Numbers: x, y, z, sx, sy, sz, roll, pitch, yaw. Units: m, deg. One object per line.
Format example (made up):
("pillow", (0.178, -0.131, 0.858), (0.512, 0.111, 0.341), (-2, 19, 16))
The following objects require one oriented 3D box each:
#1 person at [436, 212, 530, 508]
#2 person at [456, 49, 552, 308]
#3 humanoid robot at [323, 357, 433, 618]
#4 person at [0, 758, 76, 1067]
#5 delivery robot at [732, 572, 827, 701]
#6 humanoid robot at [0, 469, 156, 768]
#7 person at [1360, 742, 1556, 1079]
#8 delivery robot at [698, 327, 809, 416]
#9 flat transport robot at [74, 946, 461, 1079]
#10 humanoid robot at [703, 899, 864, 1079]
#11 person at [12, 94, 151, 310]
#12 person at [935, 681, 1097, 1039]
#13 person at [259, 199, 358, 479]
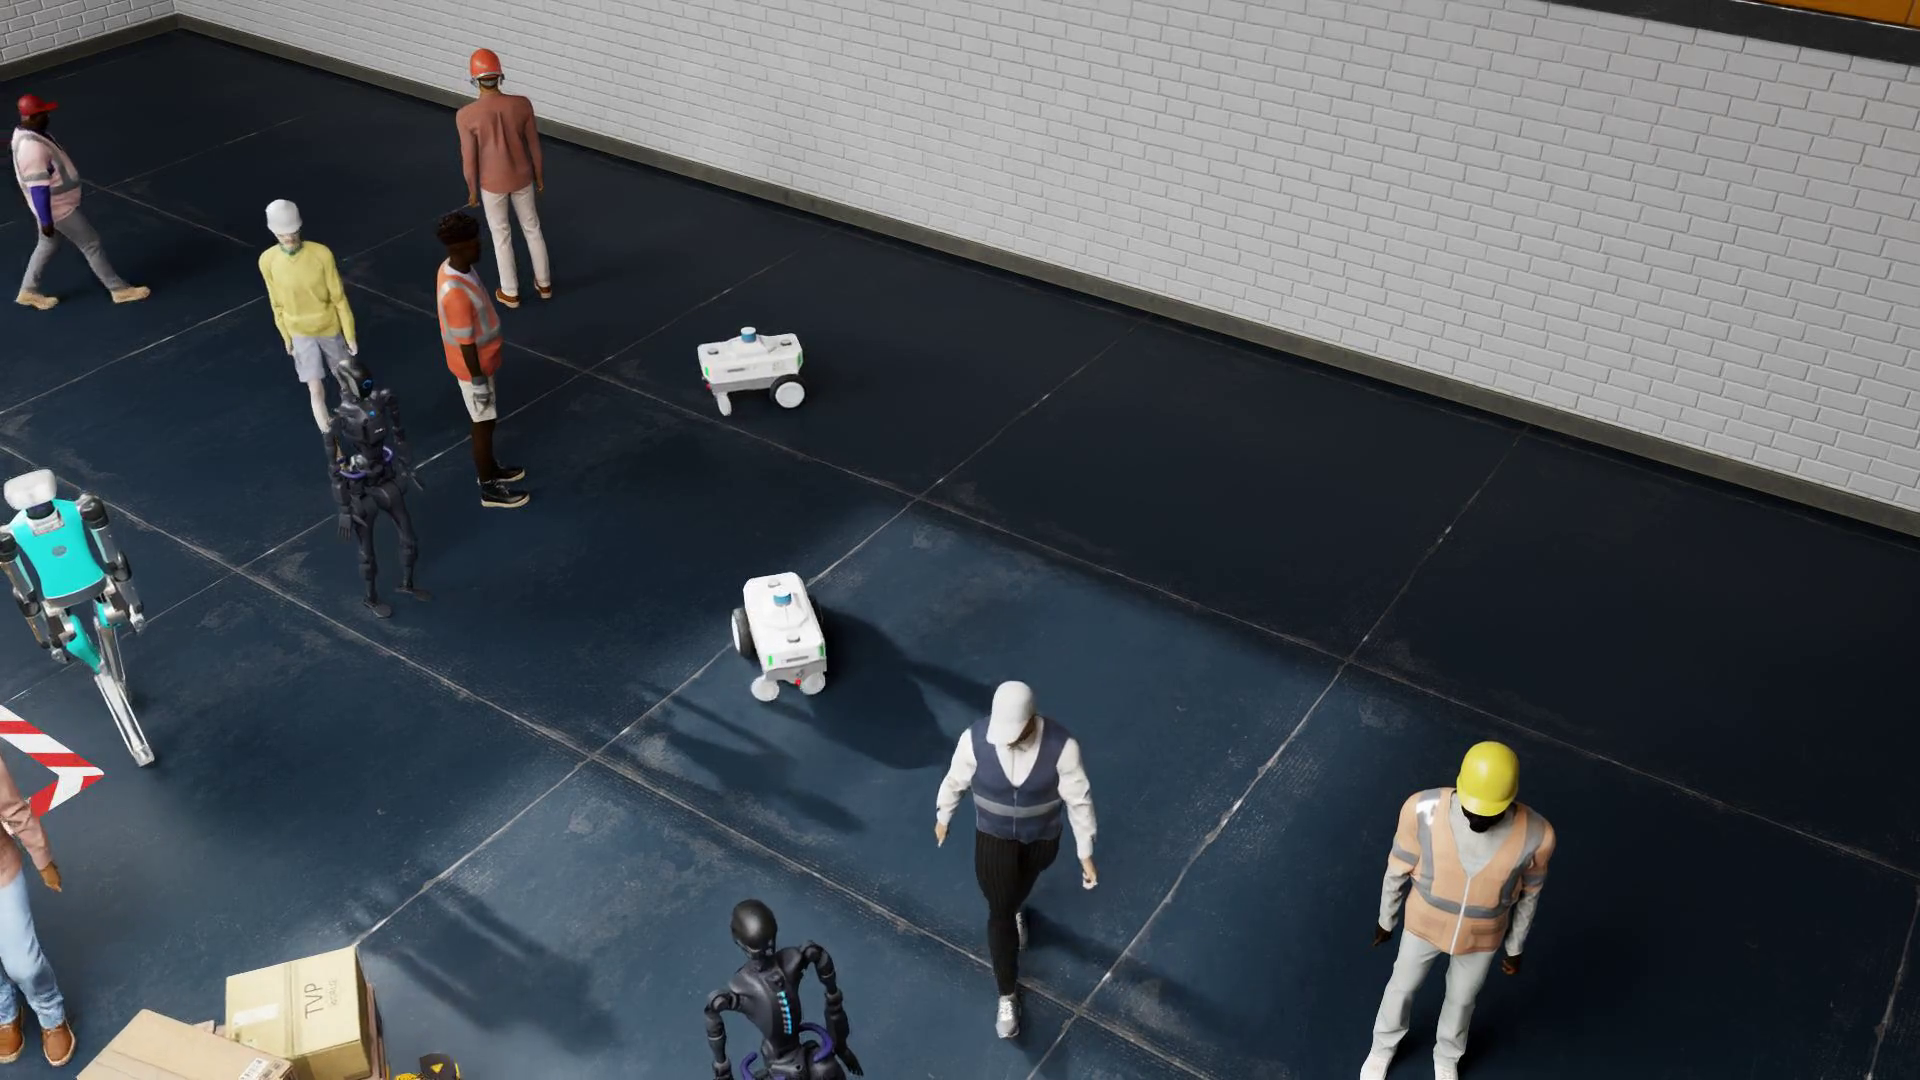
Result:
("person", (-3.014, -1.123, 10.390), (0.361, 1.963, 0.611), (-9, 36, -12))
("person", (-3.474, -2.752, 12.693), (0.621, 1.991, 0.394), (-21, 40, -27))
("humanoid robot", (-3.355, -0.309, 9.475), (0.359, 1.651, 0.593), (19, 39, 25))
("person", (-4.051, 1.430, 6.744), (0.683, 1.958, 0.577), (-13, 37, -18))
("delivery robot", (-0.985, 0.504, 9.286), (0.503, 0.585, 0.757), (-10, 36, -14))
("humanoid robot", (-4.542, 0.319, 8.560), (0.555, 1.759, 1.046), (-23, 41, -29))
("person", (1.965, 1.539, 6.620), (0.592, 1.924, 0.379), (10, 36, 13))
("delivery robot", (-1.462, -1.217, 11.746), (0.734, 0.587, 0.525), (-8, 36, -12))
("flat transport robot", (-2.708, 2.538, 6.637), (1.431, 0.231, 0.659), (-11, 37, -16))
("humanoid robot", (-0.624, 2.015, 6.167), (0.610, 1.635, 0.503), (-23, 41, -30))
("person", (-6.933, -2.552, 12.659), (0.918, 1.708, 0.609), (-18, 39, -24))
("person", (0.235, 1.303, 7.141), (0.684, 1.704, 0.912), (-1, 35, -1))
("person", (-4.231, -1.417, 10.916), (0.487, 1.848, 0.958), (-11, 37, -16))
